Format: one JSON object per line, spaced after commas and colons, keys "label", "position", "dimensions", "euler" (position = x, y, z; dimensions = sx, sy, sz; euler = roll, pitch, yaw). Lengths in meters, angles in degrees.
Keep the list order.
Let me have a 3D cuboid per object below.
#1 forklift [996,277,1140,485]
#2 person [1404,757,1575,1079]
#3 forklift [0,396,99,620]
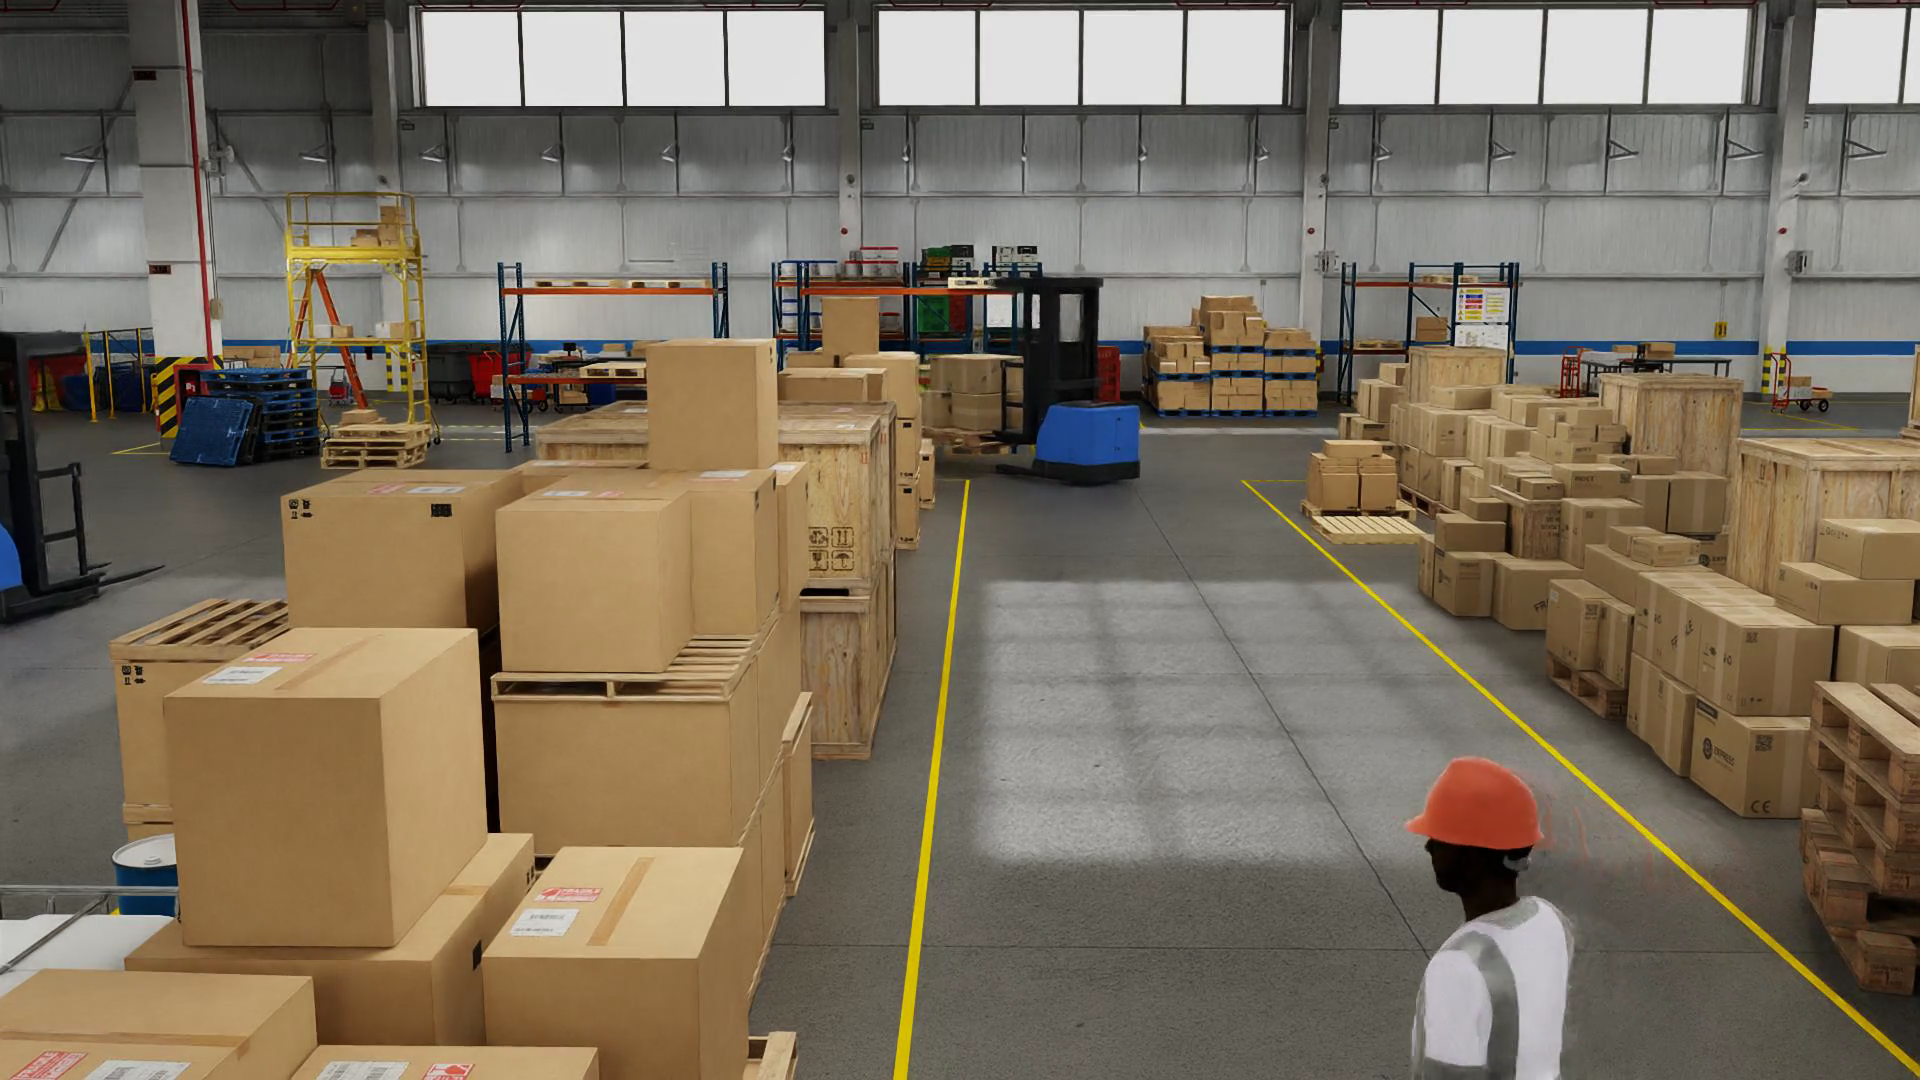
{"label": "forklift", "position": [1.532, -2.248, 23.101], "dimensions": [1.129, 2.768, 1.873], "euler": [-7, 12, -38]}
{"label": "person", "position": [1.239, 1.450, 3.827], "dimensions": [0.661, 1.918, 0.548], "euler": [9, 13, 43]}
{"label": "forklift", "position": [-8.459, -0.710, 13.886], "dimensions": [1.129, 2.768, 1.873], "euler": [2, 10, 13]}
